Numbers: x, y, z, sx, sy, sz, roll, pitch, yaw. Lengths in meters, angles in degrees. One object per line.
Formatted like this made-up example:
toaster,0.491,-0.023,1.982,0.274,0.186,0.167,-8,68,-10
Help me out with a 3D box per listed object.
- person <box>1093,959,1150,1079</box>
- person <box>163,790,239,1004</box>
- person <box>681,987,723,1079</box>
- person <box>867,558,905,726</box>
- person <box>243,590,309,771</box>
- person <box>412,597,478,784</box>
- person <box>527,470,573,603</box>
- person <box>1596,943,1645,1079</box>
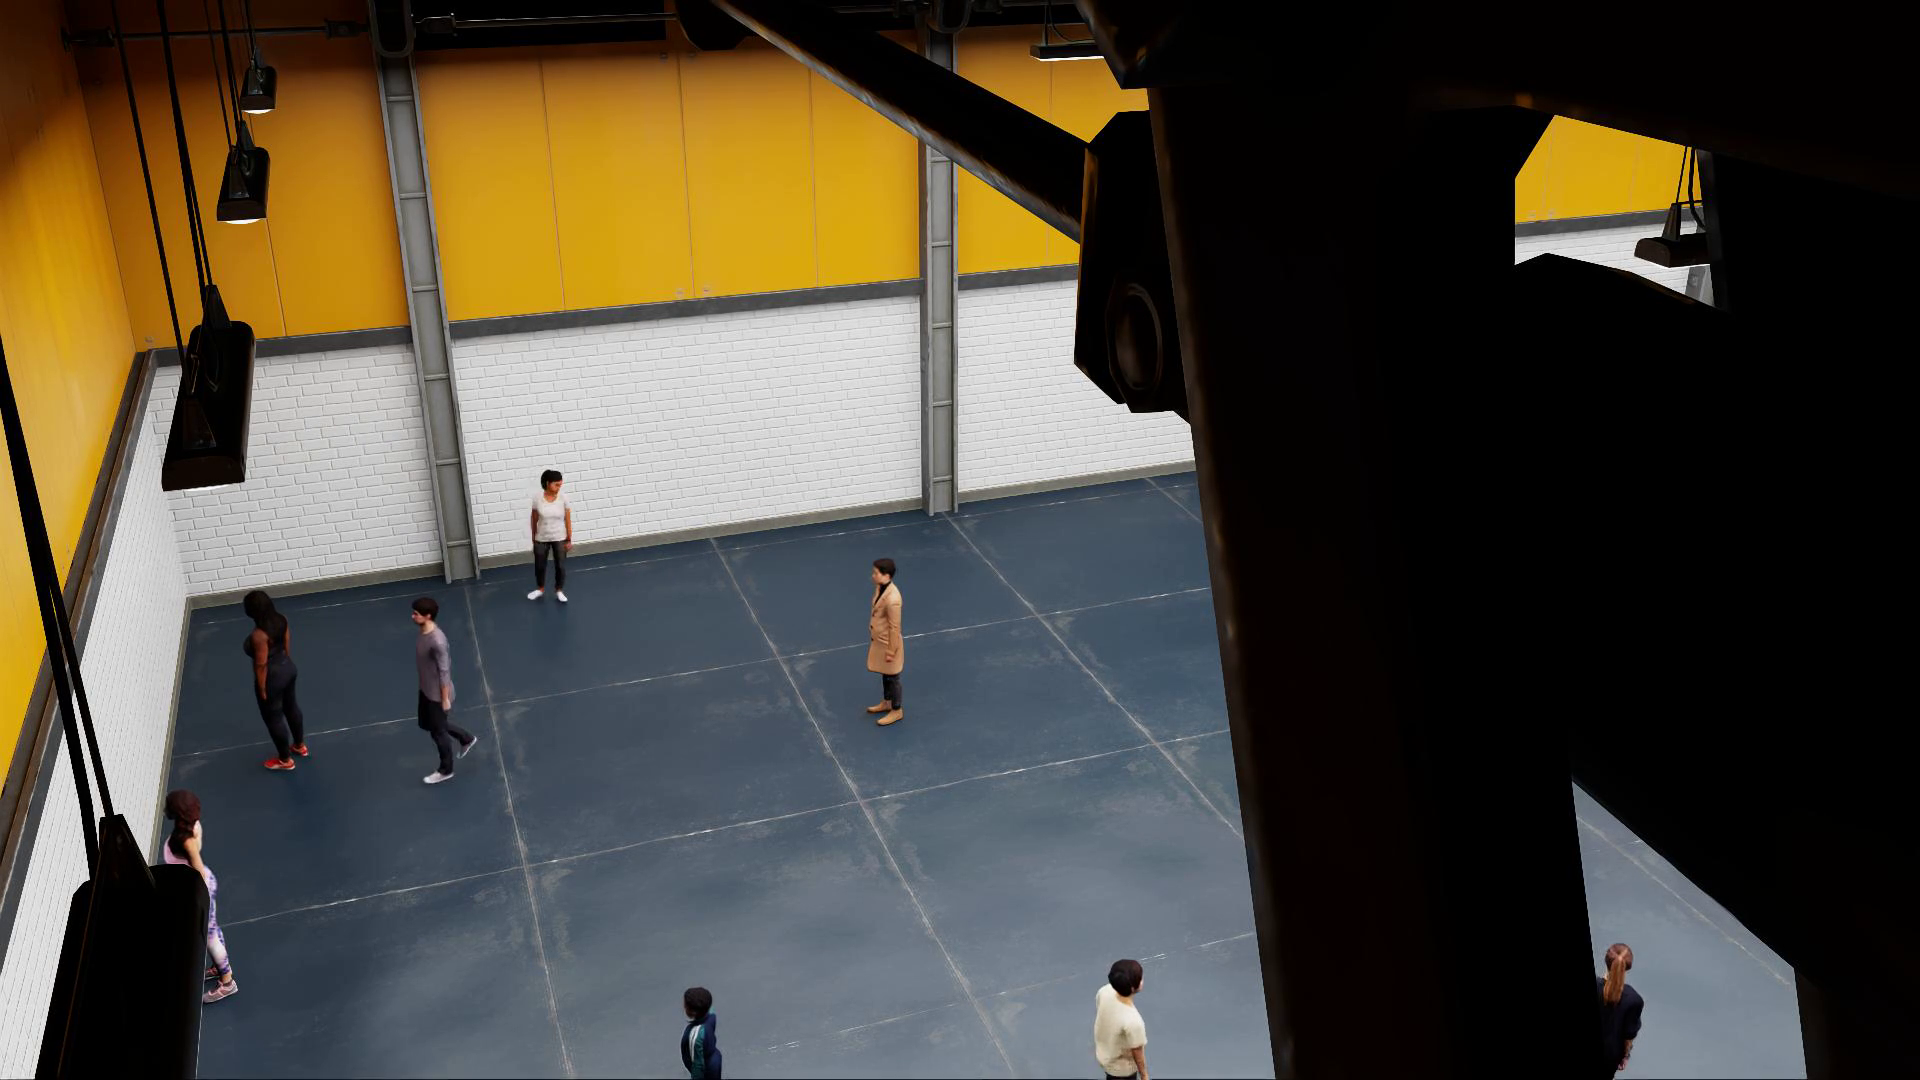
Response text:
person,0.967,3.434,10.869,0.724,1.572,0.625,-10,26,-23
person,-5.704,2.637,12.451,0.544,1.766,0.612,-11,26,-23
person,-1.707,3.506,11.101,0.590,1.255,0.569,3,24,7
person,-0.707,0.968,16.317,0.610,1.727,0.637,-9,25,-20
person,-6.374,1.280,15.494,0.780,1.816,0.759,4,24,10
person,-4.747,1.344,15.312,0.878,1.842,0.784,-14,27,-29
person,-4.637,-0.033,18.757,0.606,1.608,0.837,1,24,3
person,4.142,3.383,10.873,1.063,1.663,1.092,9,25,20
